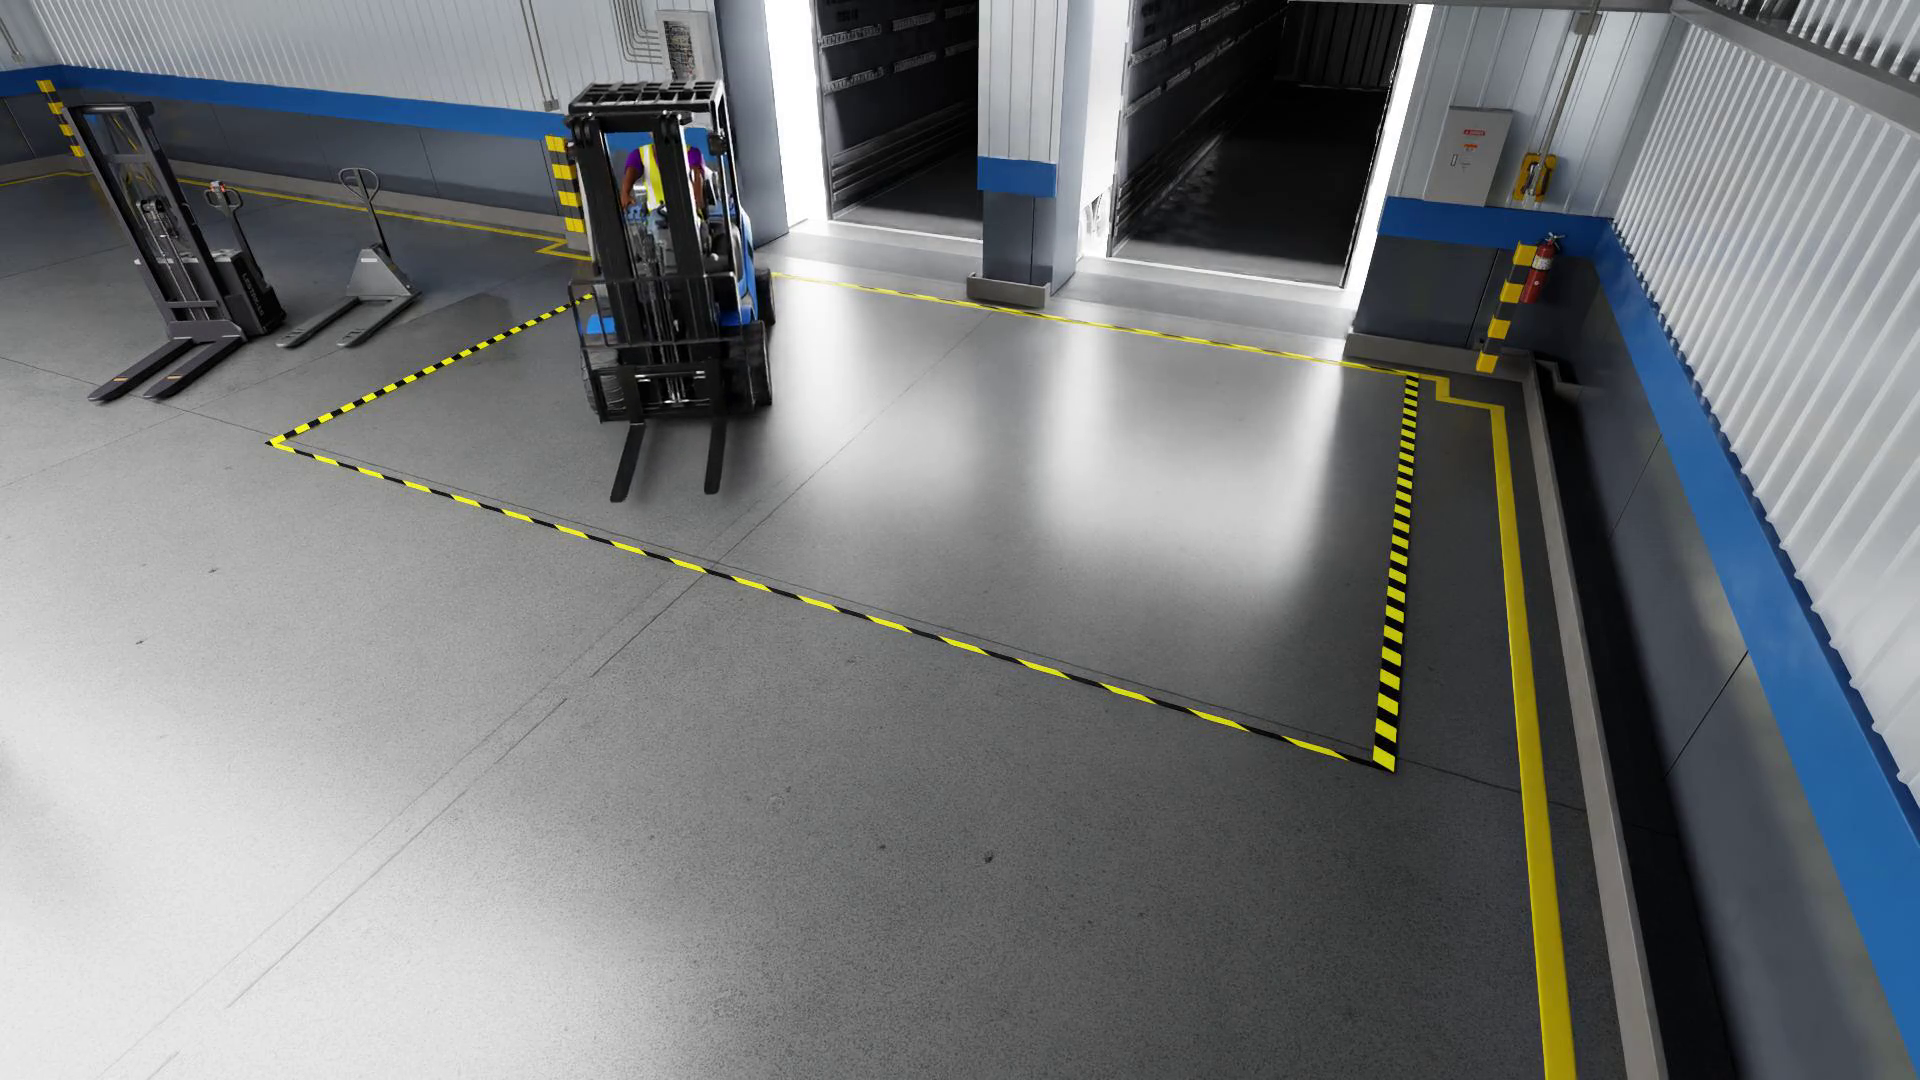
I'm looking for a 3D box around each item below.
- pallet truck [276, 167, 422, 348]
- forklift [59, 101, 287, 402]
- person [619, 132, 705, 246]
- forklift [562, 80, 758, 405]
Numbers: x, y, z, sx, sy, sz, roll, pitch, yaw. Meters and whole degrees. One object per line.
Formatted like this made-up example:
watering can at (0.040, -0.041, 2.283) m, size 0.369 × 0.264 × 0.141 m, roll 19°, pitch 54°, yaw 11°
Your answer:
pallet truck at (-5.732, -2.611, 8.414) m, size 0.680 × 1.201 × 1.601 m, roll -1°, pitch 35°, yaw -1°
forklift at (-6.686, -2.387, 7.434) m, size 0.823 × 1.965 × 1.885 m, roll -3°, pitch 35°, yaw -5°
person at (-2.273, -2.575, 7.066) m, size 0.635 × 1.294 × 1.004 m, roll -5°, pitch 35°, yaw -7°
forklift at (-2.275, -2.456, 7.223) m, size 1.157 × 2.036 × 2.680 m, roll -5°, pitch 35°, yaw -7°
